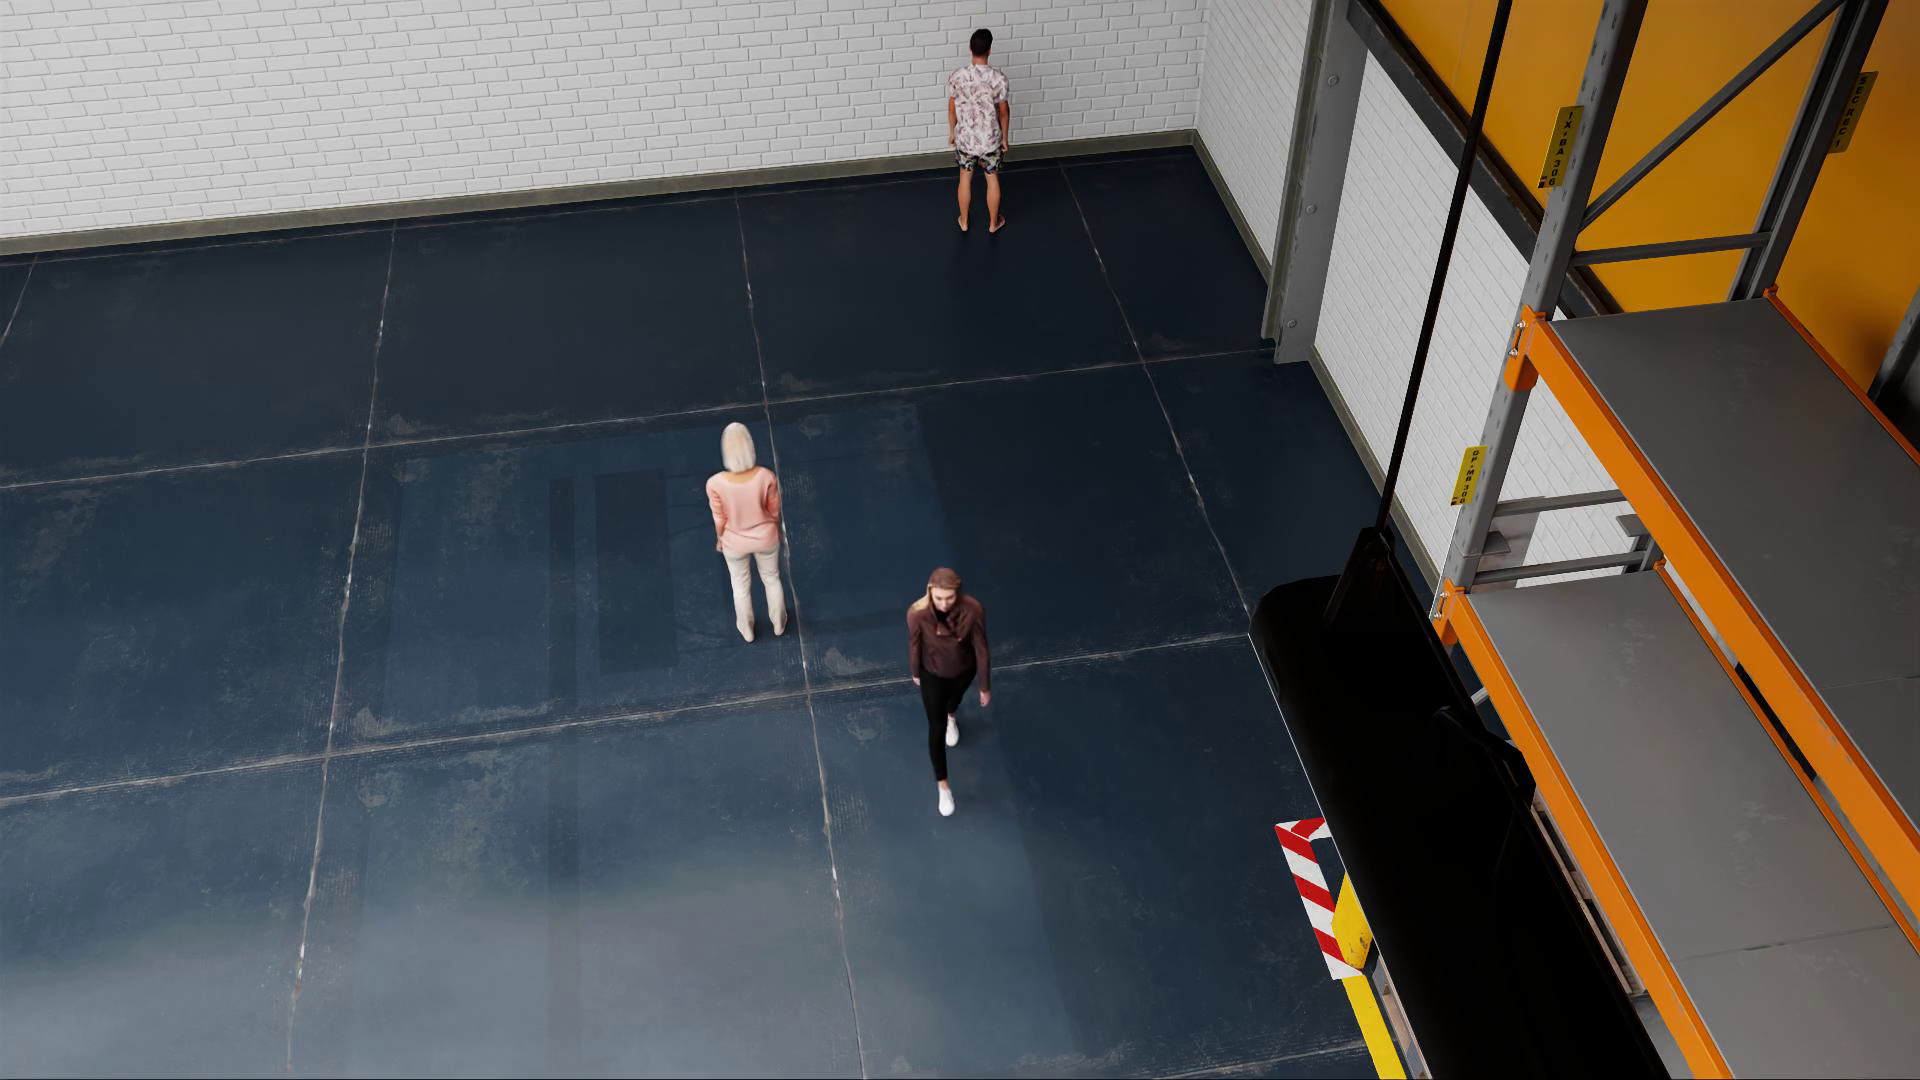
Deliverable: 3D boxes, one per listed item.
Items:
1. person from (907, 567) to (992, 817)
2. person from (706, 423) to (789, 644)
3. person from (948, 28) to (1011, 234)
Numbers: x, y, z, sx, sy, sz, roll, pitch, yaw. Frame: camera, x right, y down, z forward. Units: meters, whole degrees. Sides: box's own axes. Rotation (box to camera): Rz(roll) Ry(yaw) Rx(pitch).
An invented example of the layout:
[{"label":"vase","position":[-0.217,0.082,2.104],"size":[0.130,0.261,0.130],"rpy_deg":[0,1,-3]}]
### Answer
[{"label":"person","position":[-0.067,0.720,9.783],"size":[0.606,1.652,1.070],"rpy_deg":[-6,44,-7]},{"label":"person","position":[-1.332,-0.028,10.516],"size":[0.611,1.723,0.531],"rpy_deg":[-10,44,-10]},{"label":"person","position":[0.158,-3.427,14.019],"size":[0.733,1.814,0.673],"rpy_deg":[6,44,6]}]
